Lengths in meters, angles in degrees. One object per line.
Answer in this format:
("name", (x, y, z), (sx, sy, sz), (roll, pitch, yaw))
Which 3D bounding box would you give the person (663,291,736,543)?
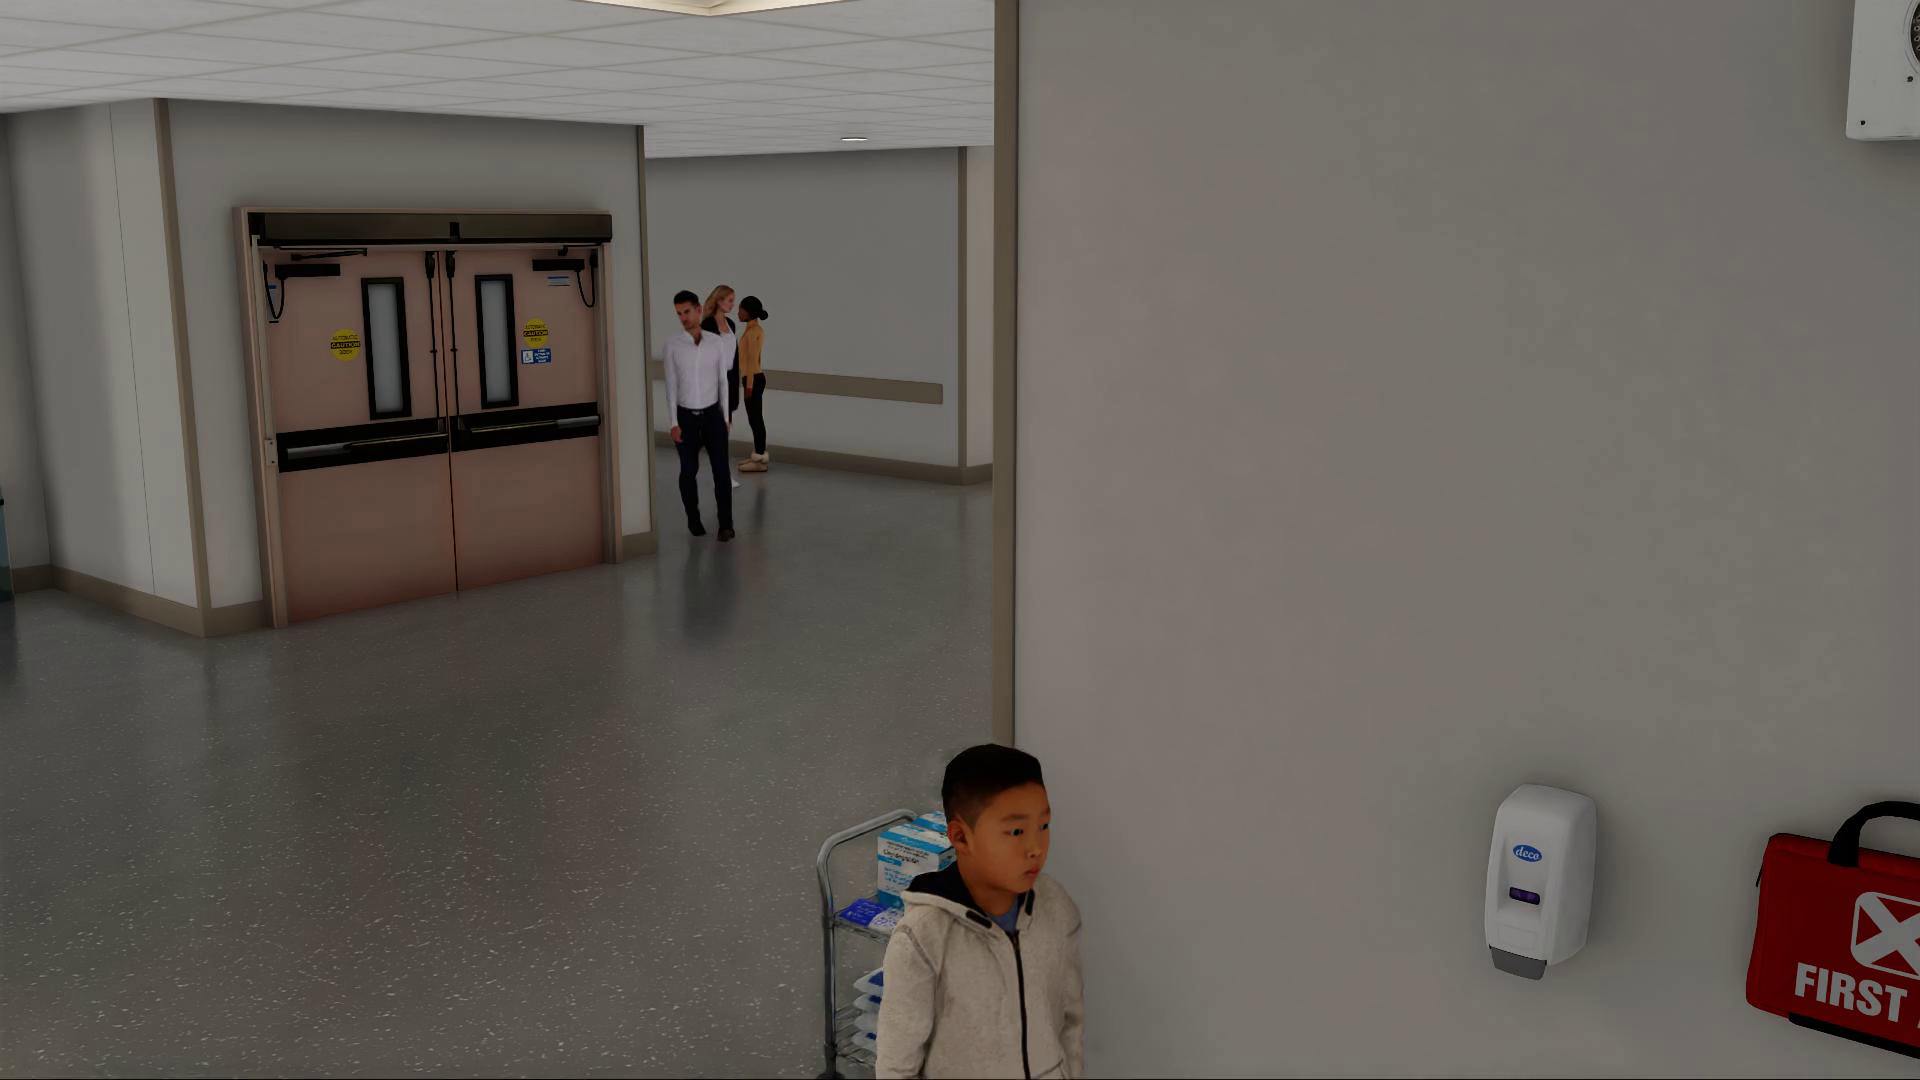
("person", (-1.955, -0.892, 12.240), (1.188, 1.816, 1.134), (-3, 11, -17))

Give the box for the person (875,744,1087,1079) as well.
("person", (-0.013, 1.054, 2.988), (0.634, 1.443, 0.670), (-10, 14, -41))

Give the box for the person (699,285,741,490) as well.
("person", (-2.204, -1.351, 14.752), (0.846, 1.782, 0.969), (7, 13, 31))

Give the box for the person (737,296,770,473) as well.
("person", (-1.957, -1.492, 15.822), (0.733, 1.661, 0.666), (0, 11, -2))
